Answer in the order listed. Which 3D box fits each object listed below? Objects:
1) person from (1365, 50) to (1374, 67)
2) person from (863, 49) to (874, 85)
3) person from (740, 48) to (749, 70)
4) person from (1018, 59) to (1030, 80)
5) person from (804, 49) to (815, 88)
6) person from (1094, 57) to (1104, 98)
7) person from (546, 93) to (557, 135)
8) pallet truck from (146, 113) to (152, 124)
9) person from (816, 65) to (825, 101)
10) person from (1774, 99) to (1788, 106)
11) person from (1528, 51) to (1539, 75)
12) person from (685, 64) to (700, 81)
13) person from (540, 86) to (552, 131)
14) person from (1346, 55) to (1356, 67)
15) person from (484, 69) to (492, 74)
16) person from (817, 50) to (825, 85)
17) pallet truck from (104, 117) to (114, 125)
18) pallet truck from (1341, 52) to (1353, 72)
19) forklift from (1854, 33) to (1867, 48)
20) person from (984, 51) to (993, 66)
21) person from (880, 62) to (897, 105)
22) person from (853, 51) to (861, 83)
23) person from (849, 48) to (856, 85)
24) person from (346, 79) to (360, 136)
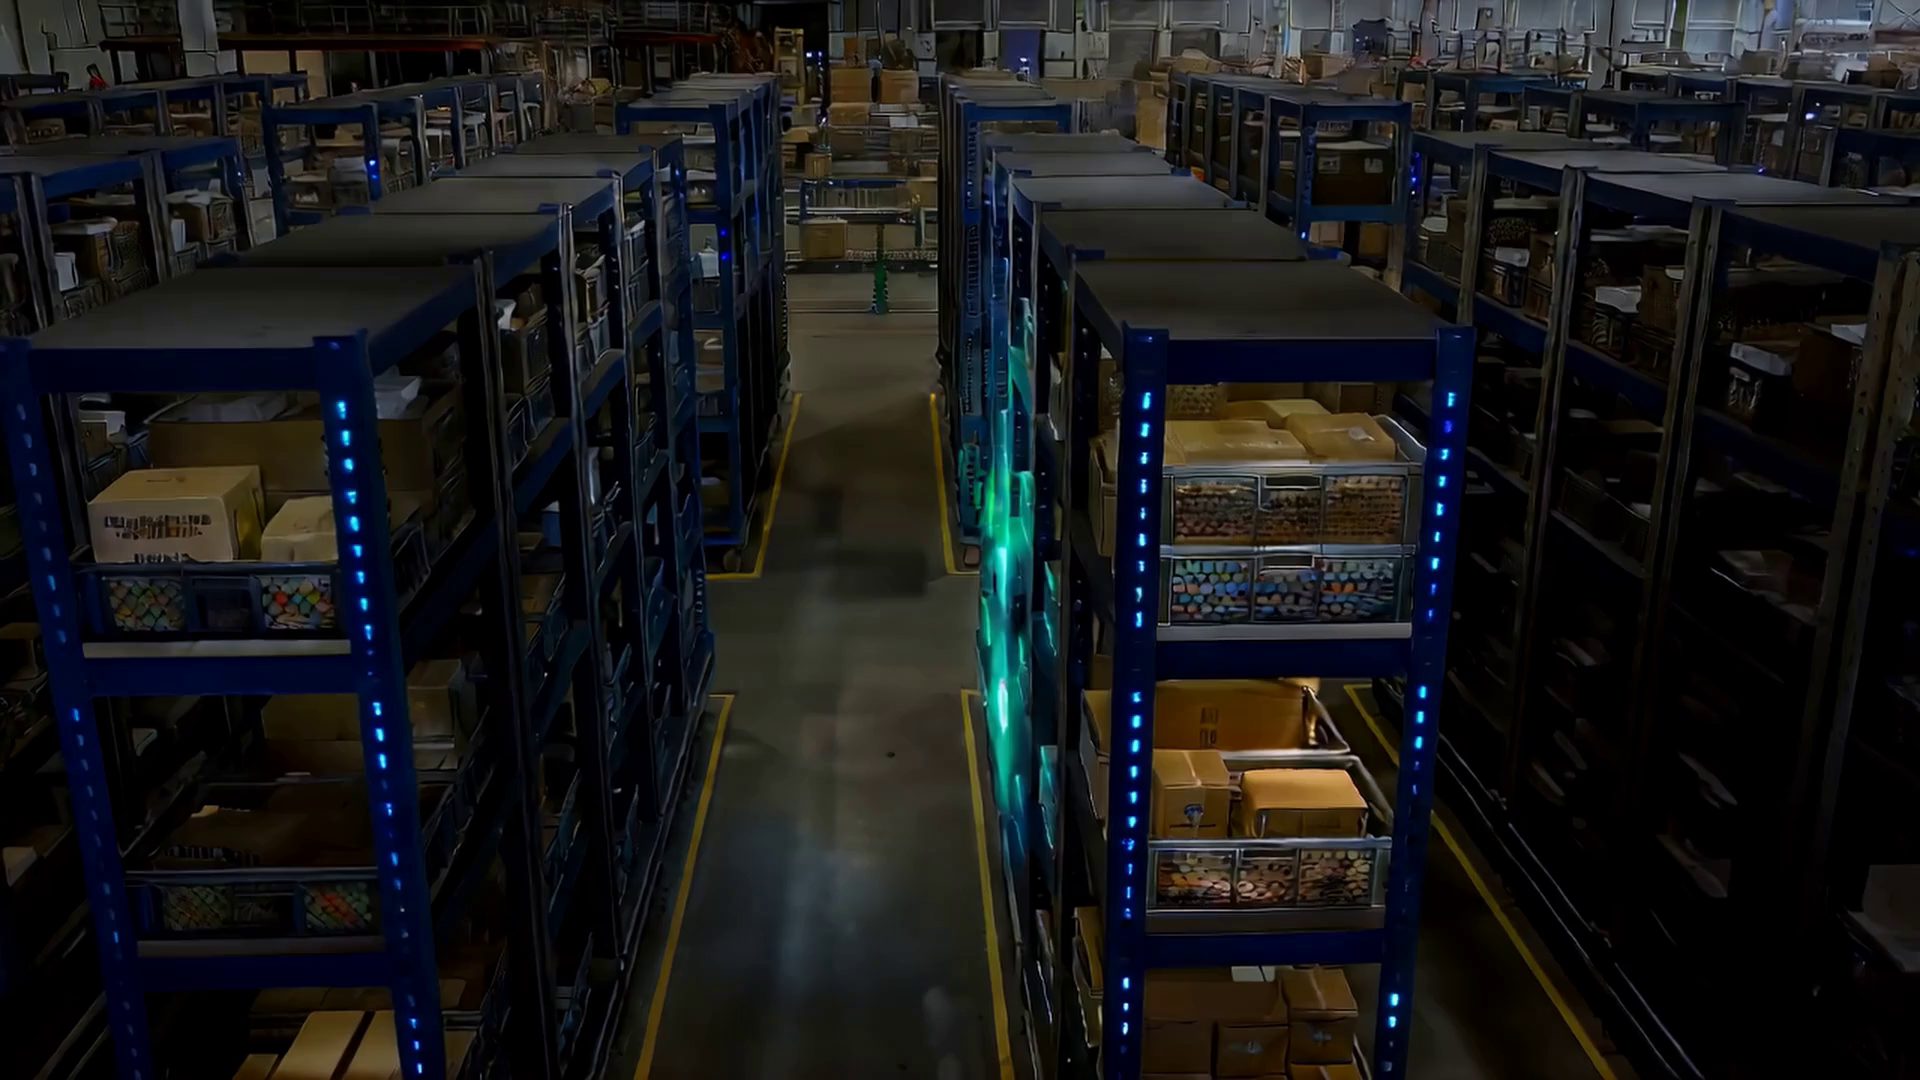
[{"bbox_3d":[20.965,-24.162,85.472,0.714,1.977,0.630,-1,18,-2],"label":"person"},{"bbox_3d":[-4.969,-25.726,90.473,0.574,1.881,0.999,1,18,3],"label":"person"},{"bbox_3d":[-11.849,-25.893,90.938,0.864,1.920,0.611,5,19,16],"label":"person"},{"bbox_3d":[2.617,-18.976,69.327,0.609,2.043,0.392,-13,22,-35],"label":"person"},{"bbox_3d":[-7.860,-24.628,86.893,0.615,1.994,0.381,4,18,13],"label":"person"},{"bbox_3d":[6.501,-21.600,77.745,0.602,1.850,0.565,-6,19,-19],"label":"person"},{"bbox_3d":[-11.669,-11.839,47.585,0.934,1.836,0.536,13,22,34],"label":"person"},{"bbox_3d":[-18.087,-8.309,36.390,1.885,1.965,0.823,-1,18,-4],"label":"pallet truck"},{"bbox_3d":[-5.485,-17.680,65.476,0.347,1.943,0.545,-3,18,-9],"label":"person"},{"bbox_3d":[25.728,-13.290,52.279,0.536,1.700,0.318,-10,20,-27],"label":"person"},{"bbox_3d":[30.323,-24.970,88.171,0.946,1.839,0.606,-12,22,-33],"label":"person"},{"bbox_3d":[-10.434,-17.548,64.910,0.684,2.000,0.536,-11,21,-30],"label":"person"},{"bbox_3d":[-13.874,-14.434,55.714,0.522,1.769,0.311,-10,20,-28],"label":"person"},{"bbox_3d":[19.596,-23.268,82.987,0.638,1.806,0.824,-10,21,-29],"label":"person"},{"bbox_3d":[-17.953,-16.925,63.197,0.464,1.907,0.583,-2,18,-6],"label":"person"},{"bbox_3d":[-7.563,-25.633,90.260,0.429,1.839,0.622,-3,18,-10],"label":"person"},{"bbox_3d":[-18.367,-7.885,35.078,1.885,1.965,0.823,1,18,2],"label":"pallet truck"},{"bbox_3d":[18.794,-23.123,82.231,0.823,1.965,1.885,-13,22,-35],"label":"pallet truck"},{"bbox_3d":[45.252,-24.022,83.600,1.873,2.768,1.129,-10,21,-29],"label":"forklift"},{"bbox_3d":[1.613,-26.939,94.536,0.532,1.688,0.323,1,18,4],"label":"person"},{"bbox_3d":[-3.145,-19.184,70.211,0.885,1.901,0.654,-4,18,-13],"label":"person"},{"bbox_3d":[-5.783,-26.365,92.704,0.887,1.727,0.532,-14,23,-37],"label":"person"},{"bbox_3d":[-5.858,-25.823,90.717,0.392,1.916,0.587,6,19,18],"label":"person"},{"bbox_3d":[-20.202,-14.399,55.432,0.479,1.880,0.581,3,18,10],"label":"person"}]
